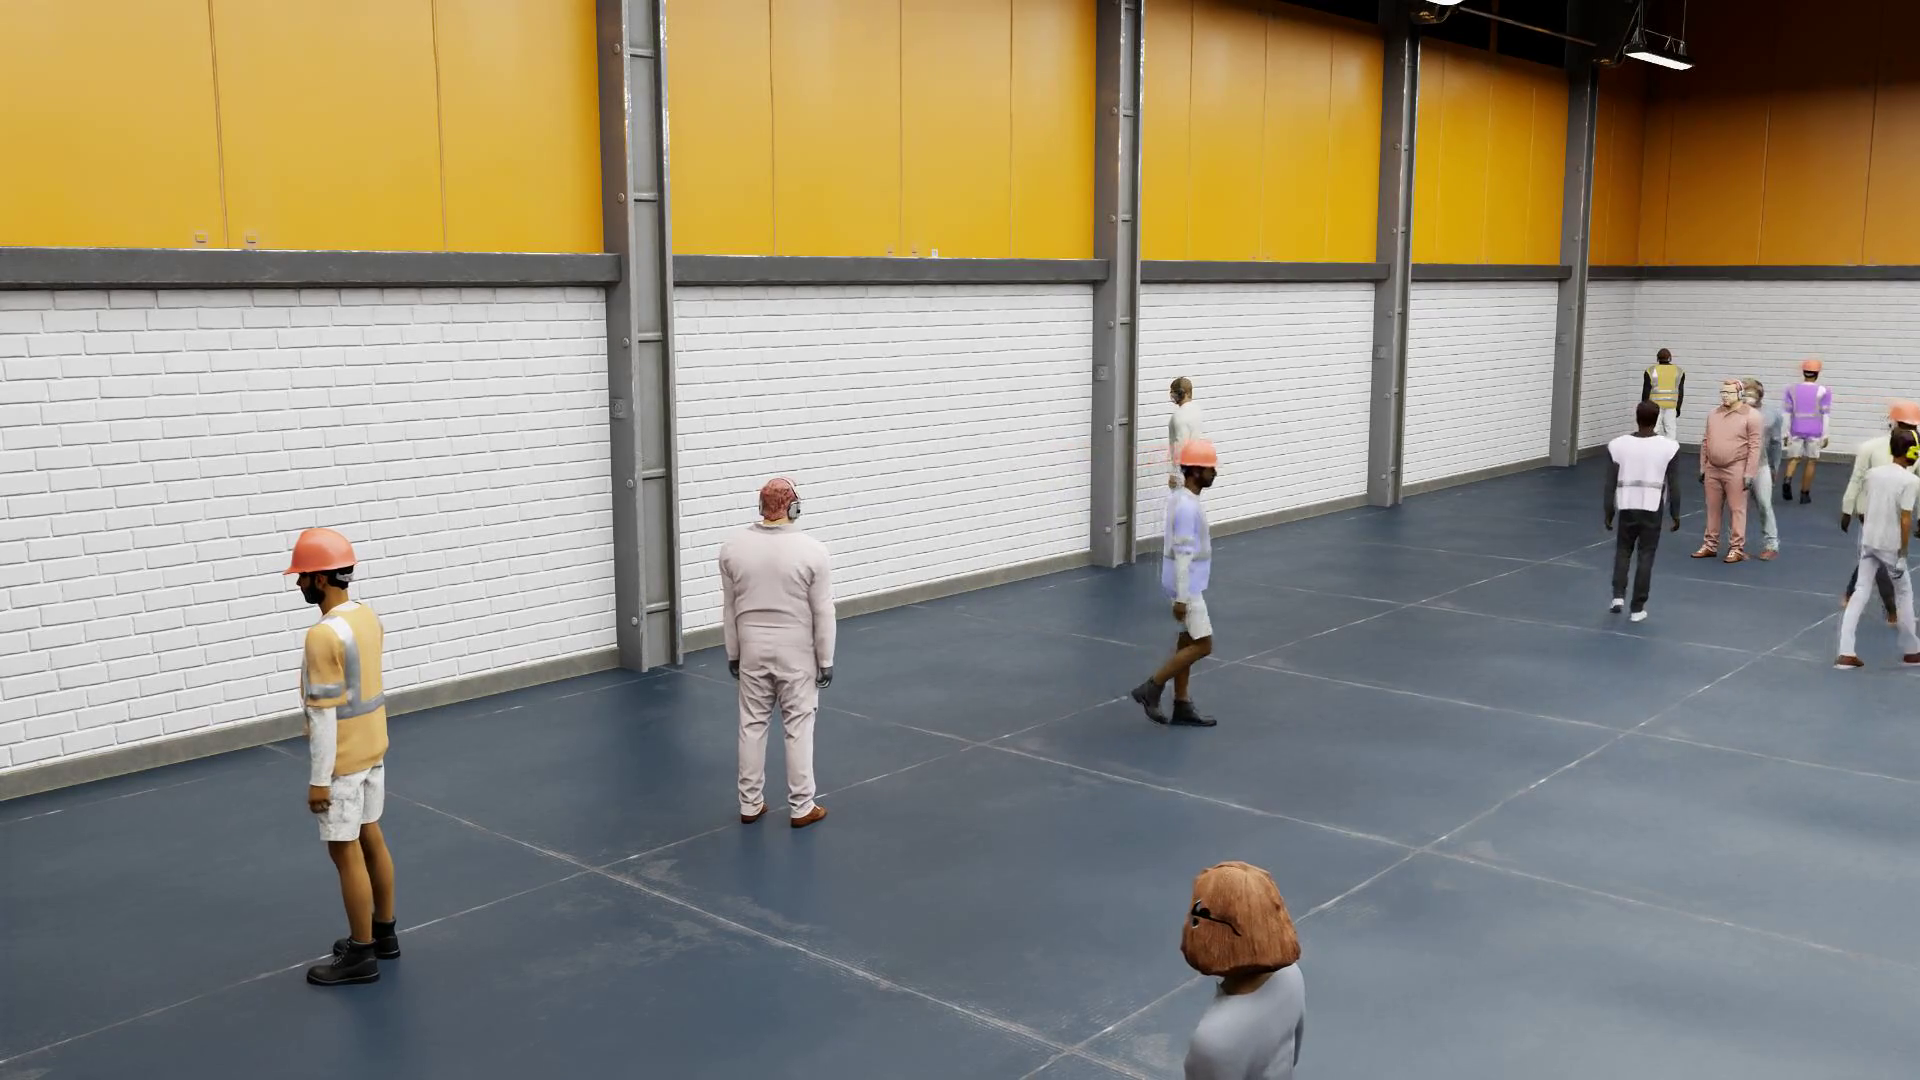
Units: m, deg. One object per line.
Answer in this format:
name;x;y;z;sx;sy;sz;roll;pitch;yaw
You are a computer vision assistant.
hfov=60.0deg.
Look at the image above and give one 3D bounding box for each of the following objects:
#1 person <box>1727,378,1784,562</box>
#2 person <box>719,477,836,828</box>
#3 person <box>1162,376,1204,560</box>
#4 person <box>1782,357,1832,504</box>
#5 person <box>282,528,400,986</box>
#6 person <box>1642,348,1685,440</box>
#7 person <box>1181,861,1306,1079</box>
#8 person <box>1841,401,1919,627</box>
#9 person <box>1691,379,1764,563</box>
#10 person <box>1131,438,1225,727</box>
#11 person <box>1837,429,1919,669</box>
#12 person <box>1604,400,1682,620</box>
person;8.271;-0.736;17.390;0.675;1.913;0.471;2;9;12
person;-0.965;0.607;9.000;0.640;1.902;0.402;2;9;14
person;2.319;-0.727;17.258;0.372;1.936;0.627;4;10;25
person;10.964;-1.408;21.575;0.550;1.921;0.569;8;12;42
person;-2.623;0.905;7.030;0.382;1.932;0.542;0;9;1
person;10.984;-2.078;26.048;0.624;1.838;0.430;1;9;6
person;0.650;1.547;3.915;0.279;1.634;0.497;6;11;31
person;7.966;-0.245;14.289;0.644;1.917;1.078;-1;9;-6
person;7.977;-0.722;17.310;0.409;1.909;0.643;-6;11;-31
person;1.461;0.294;10.874;0.509;1.926;0.544;1;9;4
person;7.060;0.069;12.602;0.926;1.817;0.551;-3;10;-19
person;5.906;-0.256;14.397;0.603;1.902;0.474;6;11;35
